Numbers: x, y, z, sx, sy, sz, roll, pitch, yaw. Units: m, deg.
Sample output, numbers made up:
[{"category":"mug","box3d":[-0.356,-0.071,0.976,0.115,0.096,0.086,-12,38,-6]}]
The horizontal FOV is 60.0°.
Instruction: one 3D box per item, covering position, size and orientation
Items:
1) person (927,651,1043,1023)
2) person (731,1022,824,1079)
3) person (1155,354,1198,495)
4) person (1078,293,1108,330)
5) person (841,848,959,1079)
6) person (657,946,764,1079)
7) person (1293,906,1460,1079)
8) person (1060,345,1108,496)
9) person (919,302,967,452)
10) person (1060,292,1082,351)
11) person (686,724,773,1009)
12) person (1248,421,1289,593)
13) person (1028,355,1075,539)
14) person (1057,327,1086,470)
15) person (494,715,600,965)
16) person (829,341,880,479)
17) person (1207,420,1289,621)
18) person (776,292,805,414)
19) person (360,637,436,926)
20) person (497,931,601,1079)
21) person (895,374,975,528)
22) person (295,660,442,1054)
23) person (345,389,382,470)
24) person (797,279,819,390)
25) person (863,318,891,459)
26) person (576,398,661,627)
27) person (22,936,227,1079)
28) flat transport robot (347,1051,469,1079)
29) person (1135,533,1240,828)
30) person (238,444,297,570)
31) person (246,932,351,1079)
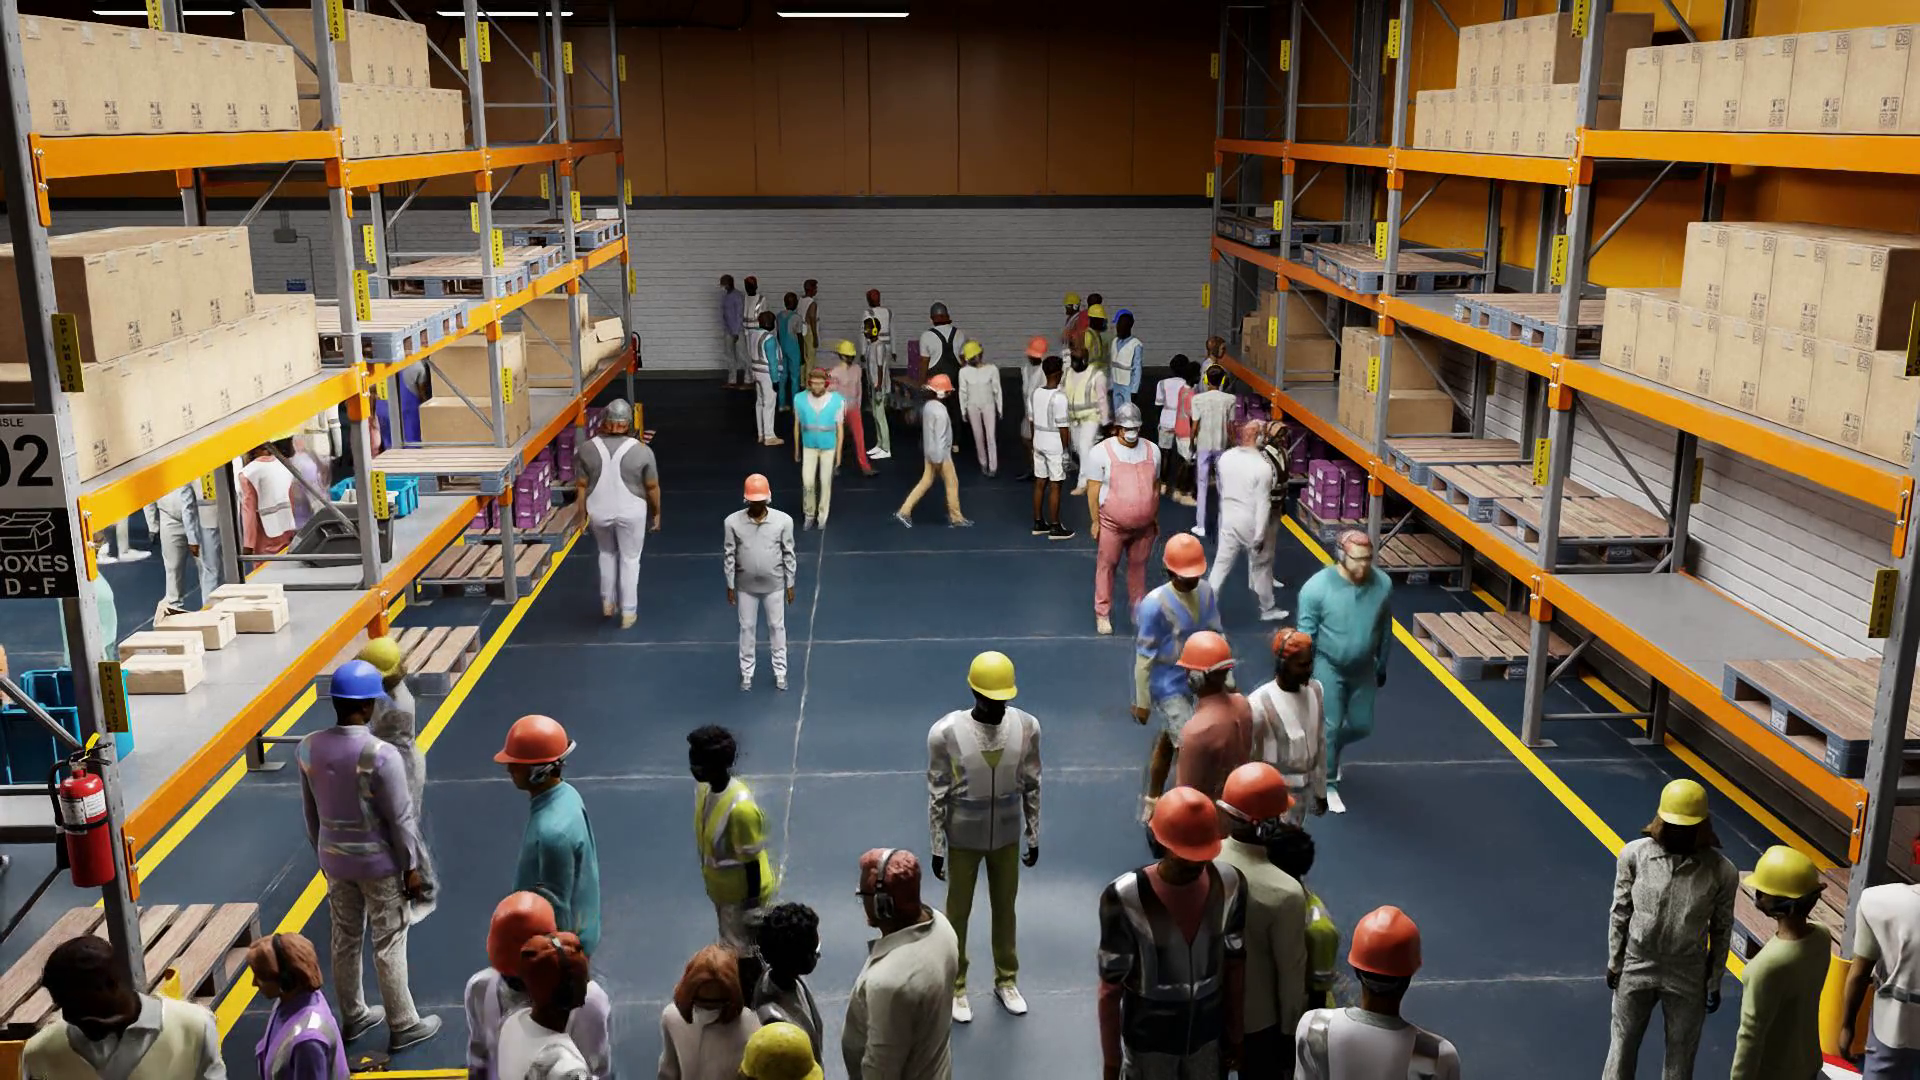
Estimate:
[{"category":"person","box3d":[0.134,1.459,8.238,0.588,1.919,0.396,-4,15,-15]},{"category":"person","box3d":[-0.569,2.313,5.253,0.319,1.738,0.483,8,17,30]},{"category":"person","box3d":[2.579,-1.360,19.744,0.538,1.696,0.317,6,16,23]},{"category":"person","box3d":[2.008,-2.815,25.201,0.431,1.836,0.624,-10,17,-34]},{"category":"person","box3d":[-0.229,2.021,6.080,0.402,1.897,0.657,4,15,15]},{"category":"person","box3d":[-0.879,2.187,5.965,0.548,1.620,0.354,8,16,28]},{"category":"person","box3d":[1.372,2.138,5.556,0.543,1.929,0.385,8,16,29]},{"category":"person","box3d":[1.538,-1.470,20.000,0.643,1.804,0.777,12,19,40]},{"category":"person","box3d":[-0.273,-2.174,22.252,0.677,2.000,0.536,-7,16,-25]},{"category":"person","box3d":[1.736,-2.877,25.455,0.403,1.825,0.596,-2,14,-6]},{"category":"person","box3d":[-1.075,1.663,7.932,0.415,1.668,0.545,-9,17,-30]},{"category":"person","box3d":[2.936,-0.317,15.761,0.314,1.639,0.517,12,18,38]},{"category":"person","box3d":[0.980,-0.991,17.758,0.362,1.966,0.611,-10,17,-34]},{"category":"person","box3d":[1.427,-1.778,21.062,0.399,1.864,0.602,1,14,5]},{"category":"person","box3d":[-1.745,1.701,7.161,0.397,1.989,0.619,-3,15,-12]},{"category":"person","box3d":[-1.375,-1.599,20.637,0.545,1.720,0.902,-11,18,-38]},{"category":"person","box3d":[2.486,-0.140,14.634,0.969,1.868,0.651,-11,18,-36]},{"category":"person","box3d":[-2.574,-2.839,25.283,0.503,1.837,0.350,9,17,31]},{"category":"person","box3d":[-3.152,1.301,9.292,0.417,1.697,0.658,-10,17,-35]},{"category":"person","box3d":[-1.417,2.195,5.506,0.894,1.854,0.584,-8,16,-28]},{"category":"person","box3d":[-0.283,-0.964,18.133,0.829,1.724,0.556,-6,15,-21]},{"category":"person","box3d":[-2.838,1.519,7.961,0.602,1.939,0.399,5,15,20]},{"category":"person","box3d":[-7.569,-1.870,21.176,0.618,1.986,0.408,3,15,13]},{"category":"person","box3d":[-2.494,-3.347,27.273,0.390,1.840,0.562,-7,16,-25]},{"category":"person","box3d":[-1.109,-2.008,21.976,0.329,1.861,0.506,-4,15,-15]},{"category":"person","box3d":[-2.998,-0.265,14.759,0.708,2.000,0.635,0,14,2]},{"category":"person","box3d":[-2.701,2.165,5.538,0.634,1.886,0.446,-5,15,-18]},{"category":"flat transport robot","box3d":[-2.429,2.611,6.998,0.652,0.197,1.431,-1,14,-3]},{"category":"person","box3d":[1.412,0.916,10.183,0.756,2.000,0.660,10,18,35]},{"category":"person","box3d":[-5.873,-0.049,14.183,0.398,1.909,0.599,4,15,14]},{"category":"person","box3d":[-2.349,2.170,6.022,0.319,1.631,0.524,-8,16,-27]}]
